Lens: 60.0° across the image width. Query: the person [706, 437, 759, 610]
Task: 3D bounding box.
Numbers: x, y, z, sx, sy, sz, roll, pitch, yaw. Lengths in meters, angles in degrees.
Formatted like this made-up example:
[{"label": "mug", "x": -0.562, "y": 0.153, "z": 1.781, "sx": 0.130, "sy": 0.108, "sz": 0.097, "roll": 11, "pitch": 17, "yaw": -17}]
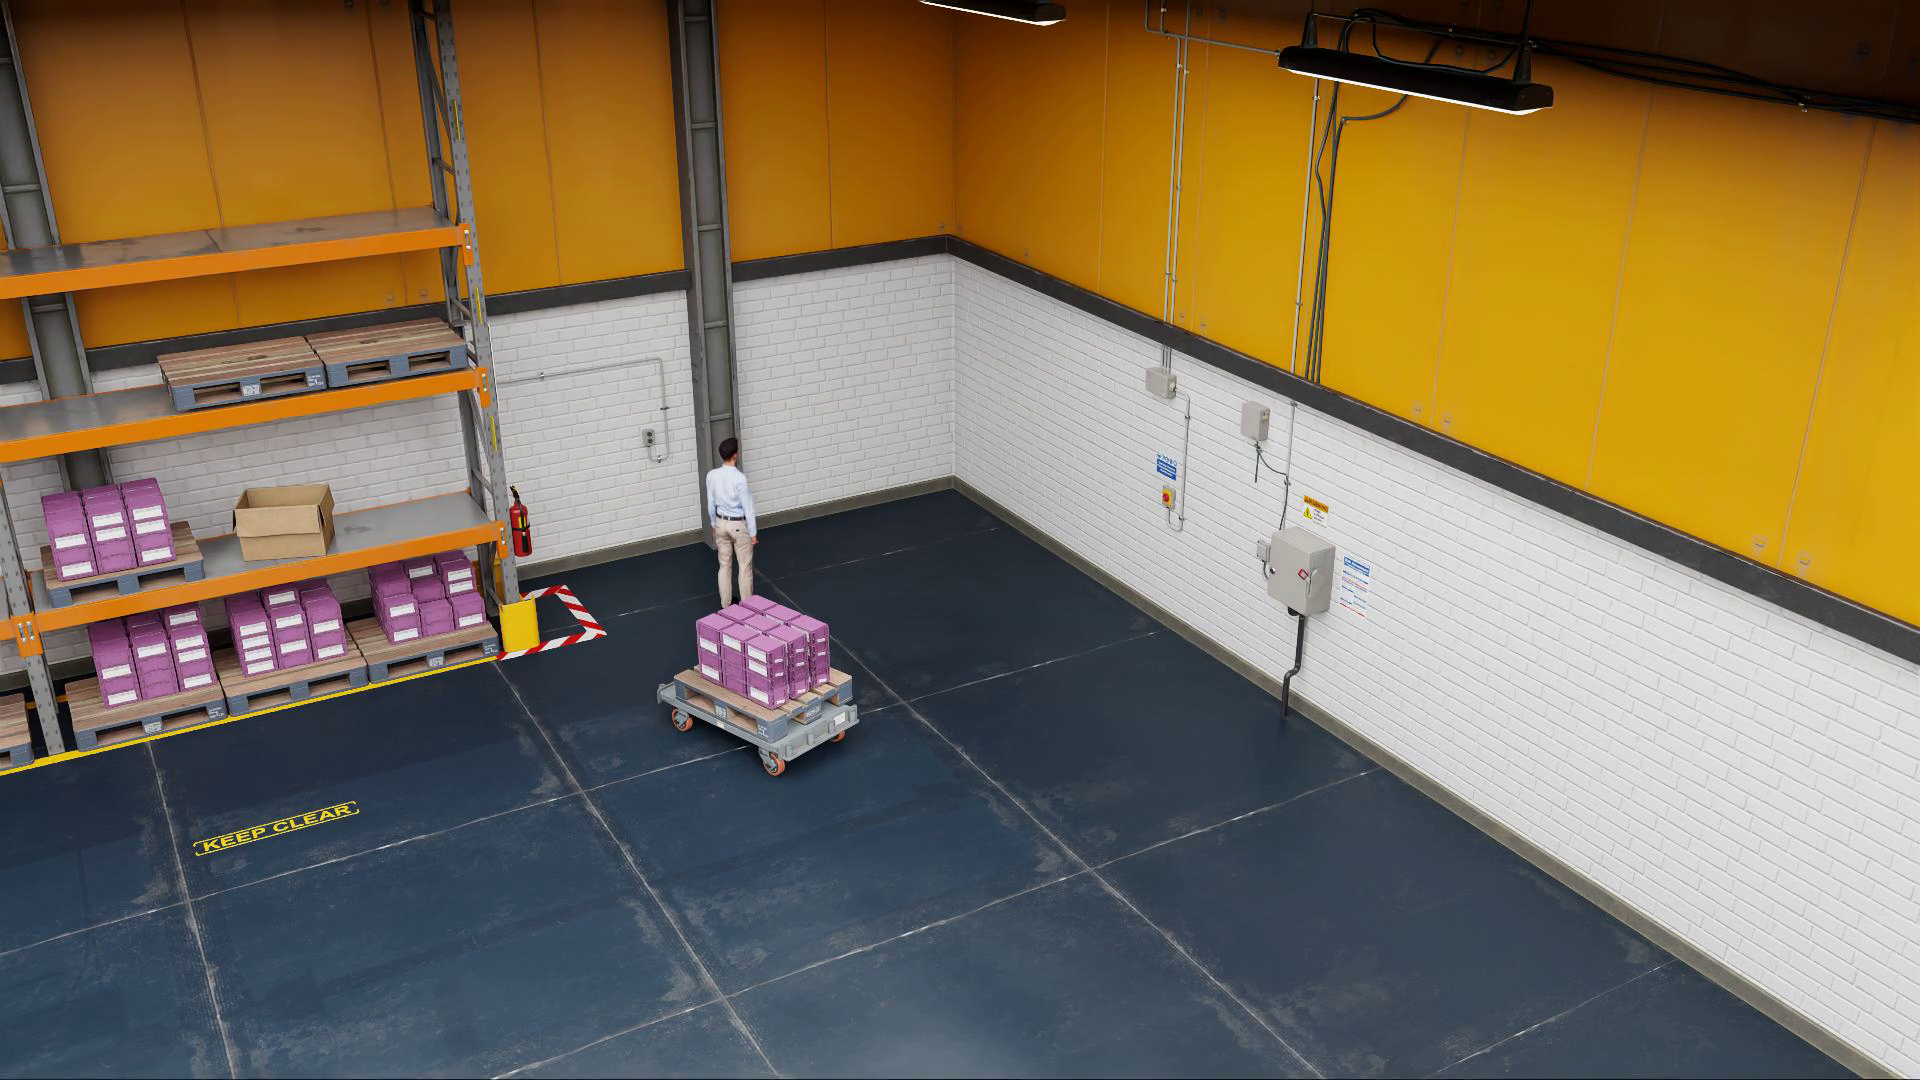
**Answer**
[{"label": "person", "x": -2.233, "y": -0.125, "z": 16.371, "sx": 0.754, "sy": 1.846, "sz": 0.790, "roll": 10, "pitch": 25, "yaw": 21}]
